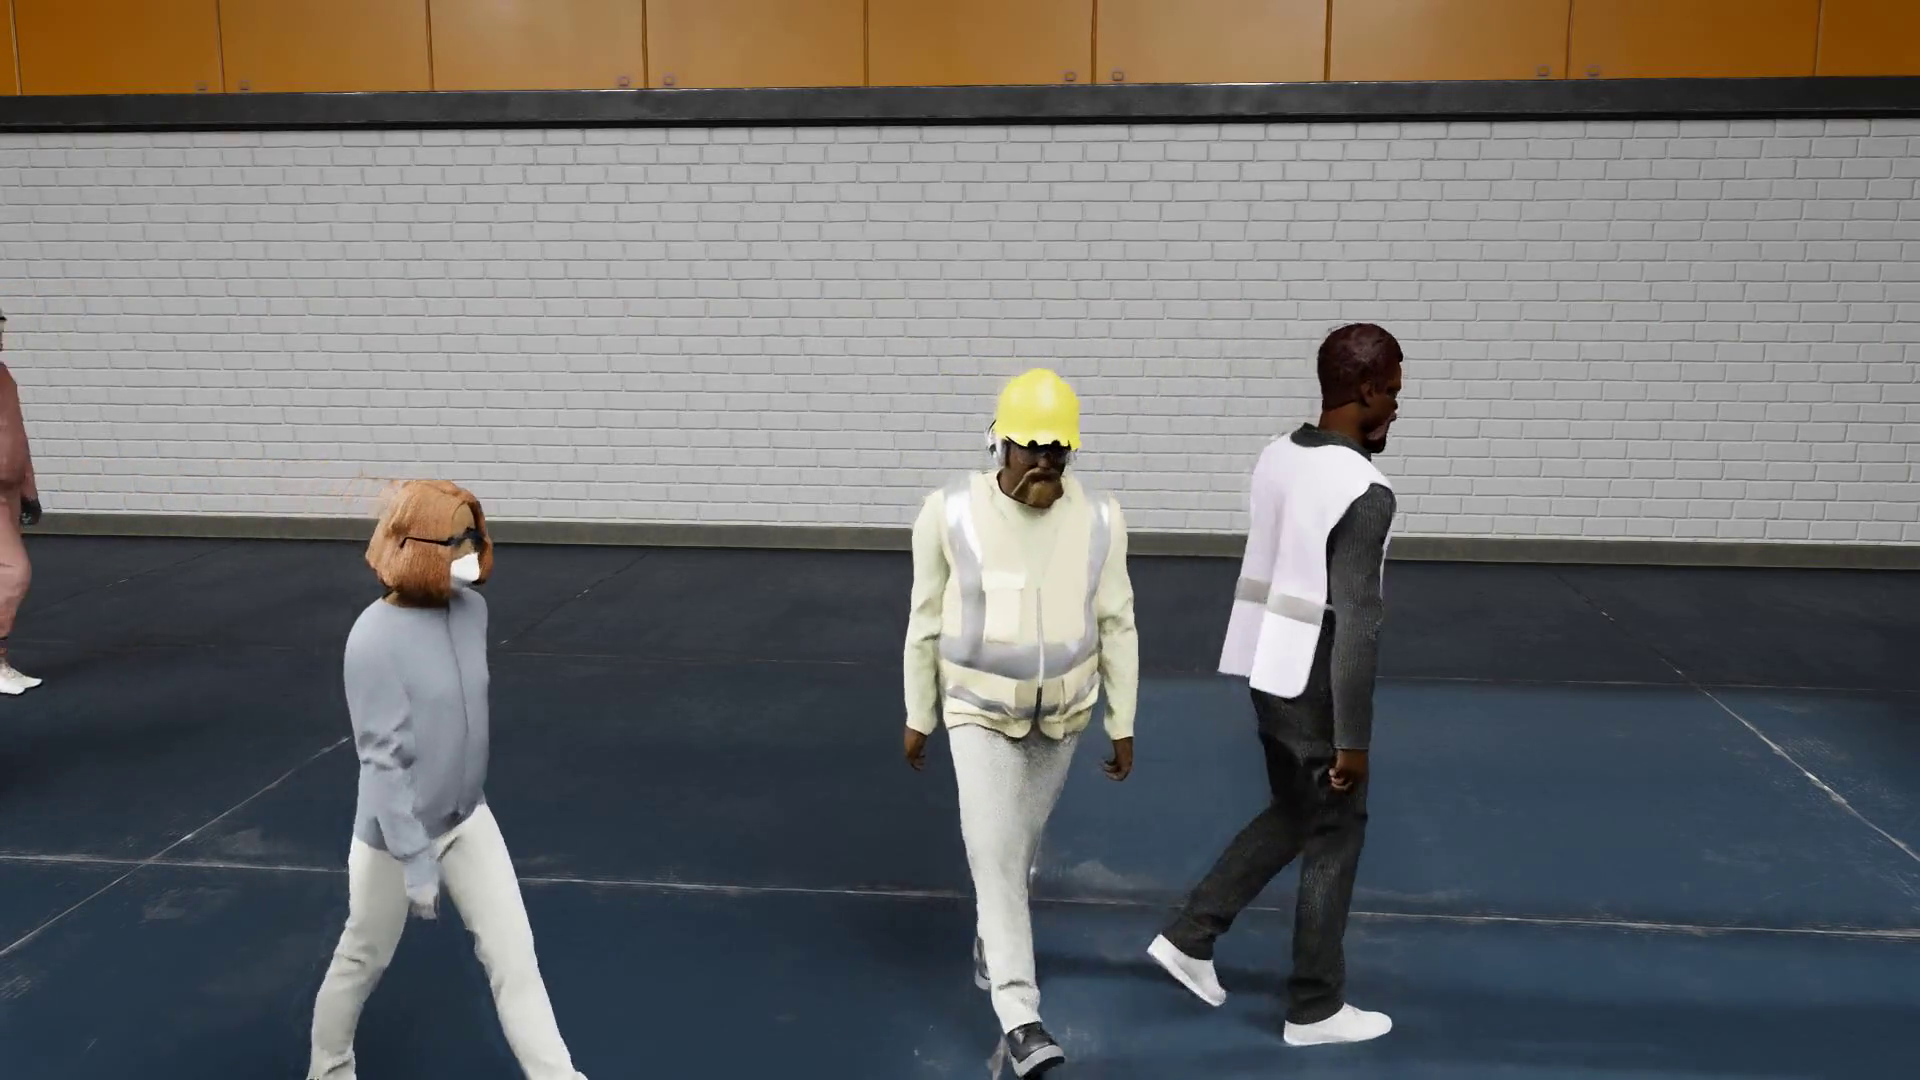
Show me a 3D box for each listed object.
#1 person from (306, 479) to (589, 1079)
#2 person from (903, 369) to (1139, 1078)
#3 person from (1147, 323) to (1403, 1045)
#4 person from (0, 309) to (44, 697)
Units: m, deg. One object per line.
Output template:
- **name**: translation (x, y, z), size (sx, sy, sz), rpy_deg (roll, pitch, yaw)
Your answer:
- **person**: translation (-1.173, 0.645, 3.735), size (0.909, 1.576, 0.501), rpy_deg (4, 11, 22)
- **person**: translation (0.175, 0.441, 4.352), size (0.602, 1.764, 0.968), rpy_deg (-3, 10, -15)
- **person**: translation (0.848, 0.391, 4.301), size (0.558, 1.895, 0.632), rpy_deg (-3, 10, -17)
- **person**: translation (-4.475, -0.207, 7.709), size (0.462, 1.889, 0.677), rpy_deg (-1, 10, -6)
